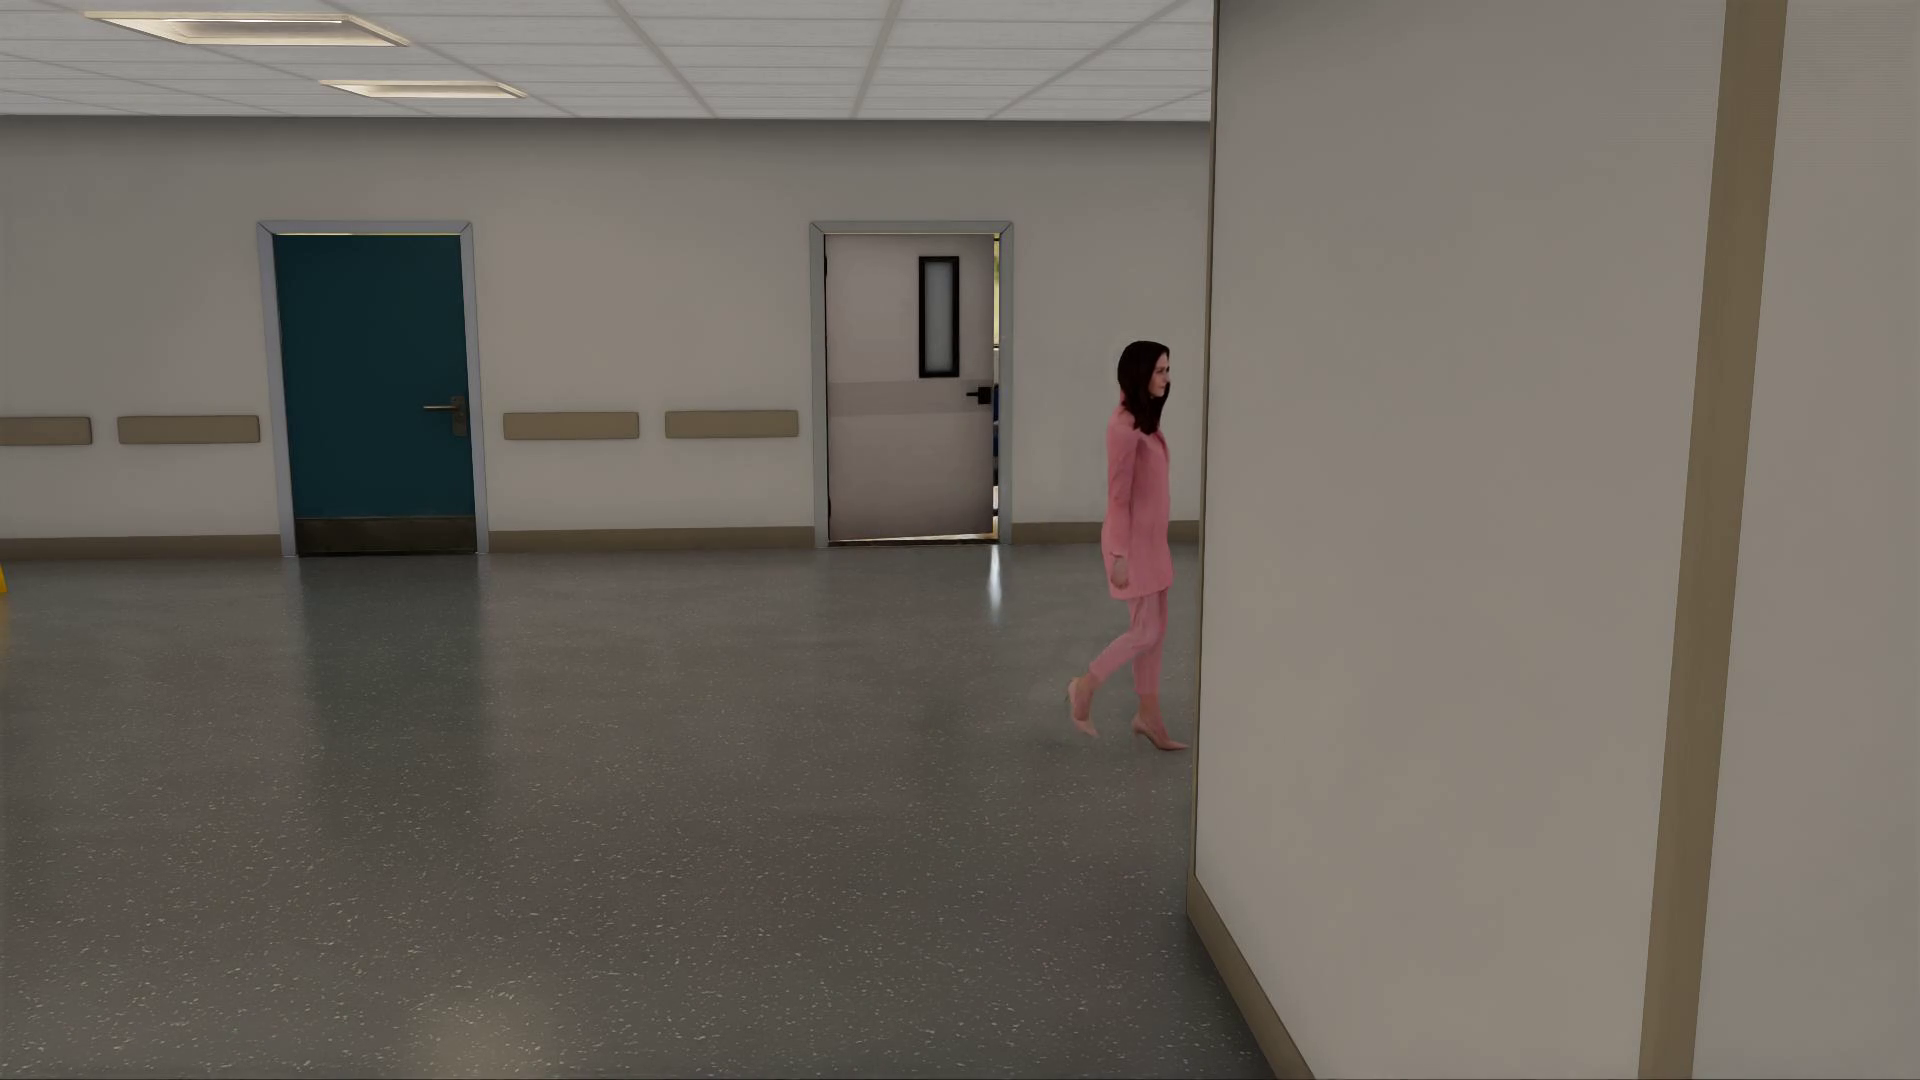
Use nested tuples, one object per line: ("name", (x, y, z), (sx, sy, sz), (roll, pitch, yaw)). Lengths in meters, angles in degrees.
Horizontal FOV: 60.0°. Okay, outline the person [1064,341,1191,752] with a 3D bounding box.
("person", (0.711, 0.042, 7.189), (0.901, 1.795, 0.791), (4, 11, 18))
